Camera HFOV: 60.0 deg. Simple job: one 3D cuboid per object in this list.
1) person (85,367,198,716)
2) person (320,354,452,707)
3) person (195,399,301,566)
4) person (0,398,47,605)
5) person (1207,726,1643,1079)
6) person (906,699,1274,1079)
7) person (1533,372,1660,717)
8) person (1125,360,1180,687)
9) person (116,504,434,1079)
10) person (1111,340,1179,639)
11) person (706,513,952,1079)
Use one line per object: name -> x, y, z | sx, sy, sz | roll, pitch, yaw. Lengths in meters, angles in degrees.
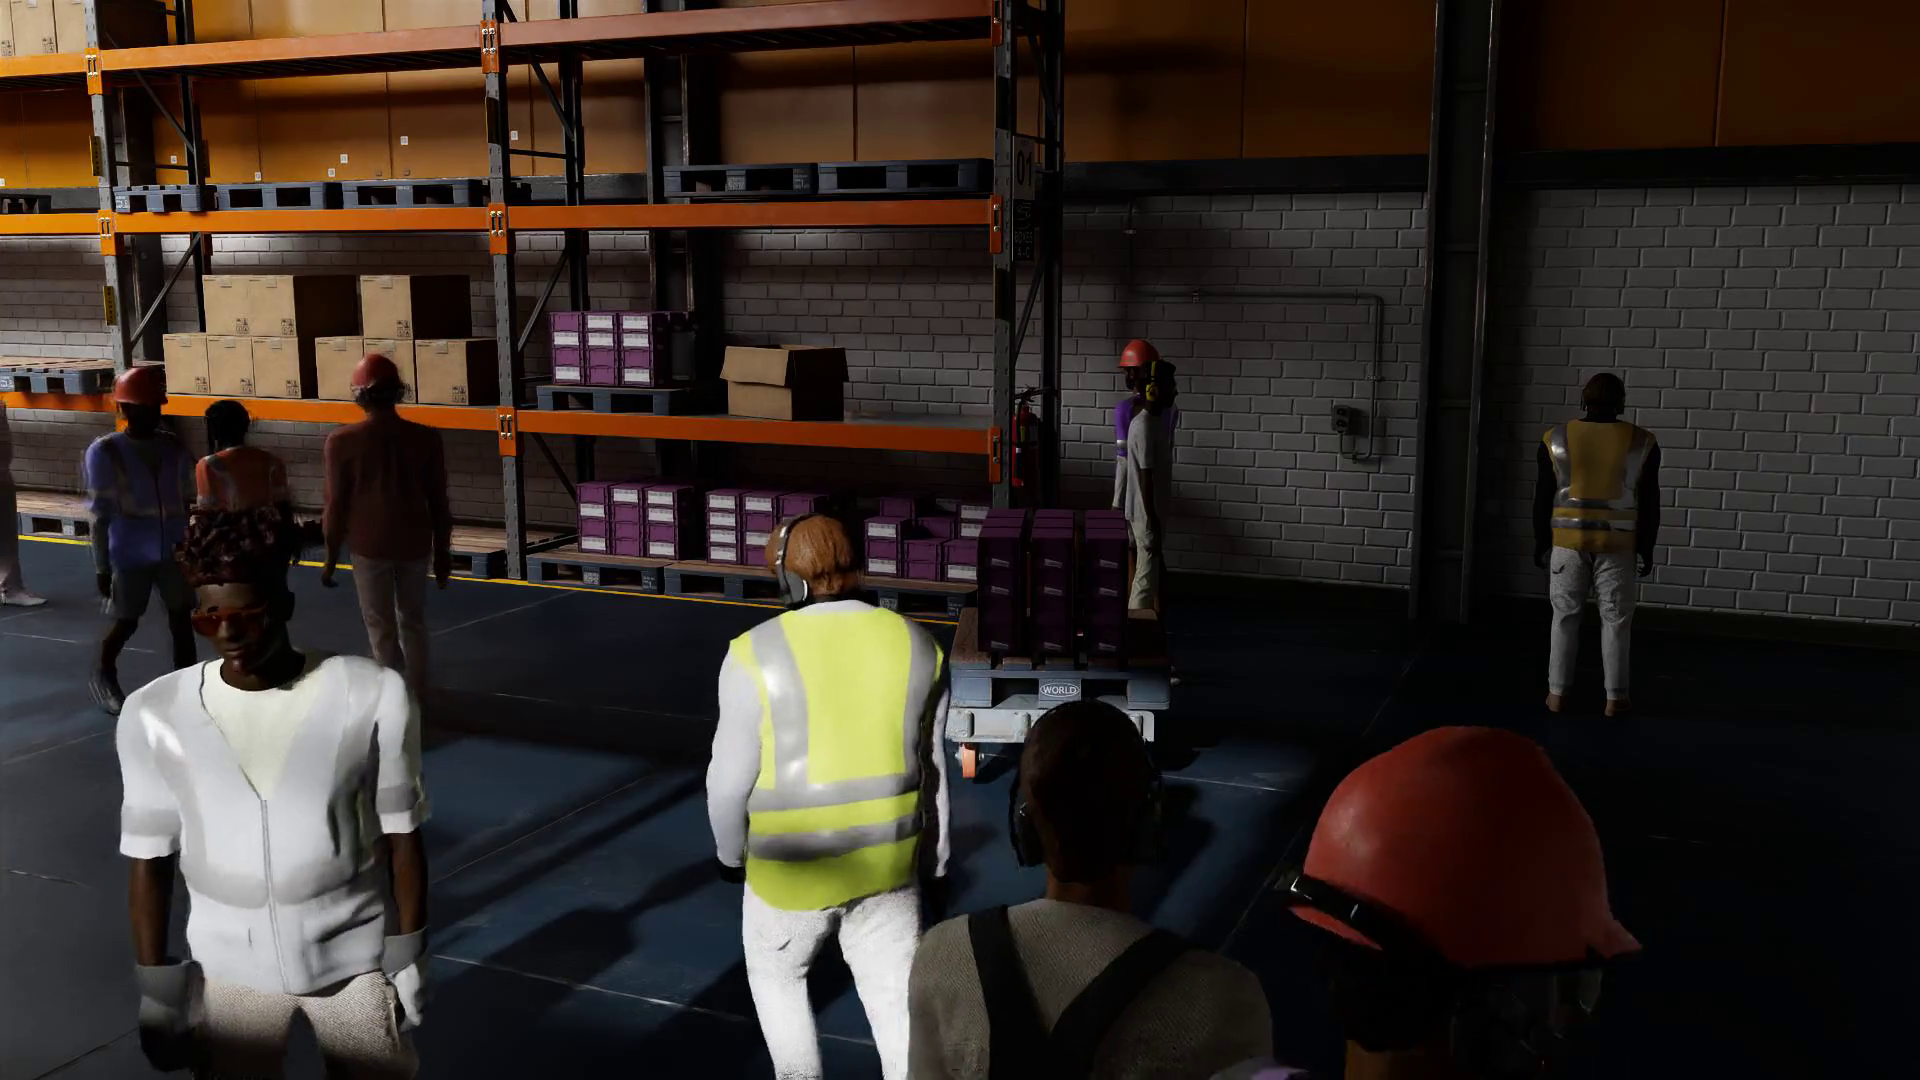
person -> -4.279, 0.042, 8.660 | 0.930, 1.906, 0.555 | 7, 12, 35
person -> -2.896, 0.051, 8.475 | 0.611, 1.970, 0.833 | -8, 13, -41
person -> -4.010, 0.030, 9.459 | 0.884, 1.651, 0.567 | 6, 11, 31
person -> -6.878, -0.447, 11.600 | 0.710, 1.889, 0.655 | 0, 9, 1
person -> 0.323, 1.177, 1.525 | 0.691, 2.020, 0.664 | -3, 10, -17
person -> 0.235, 1.118, 2.419 | 0.564, 1.815, 0.733 | 5, 11, 27
person -> 3.404, 0.024, 8.926 | 0.633, 1.842, 0.429 | 4, 10, 22
person -> 1.114, -0.100, 9.584 | 0.329, 1.872, 0.507 | 1, 9, 4
person -> -1.422, 0.881, 3.510 | 0.611, 1.944, 0.445 | -2, 10, -11
person -> 1.130, -0.299, 10.569 | 0.360, 1.936, 0.552 | 9, 13, 42
person -> -0.324, 0.836, 4.242 | 0.642, 1.790, 0.718 | -5, 11, -27
